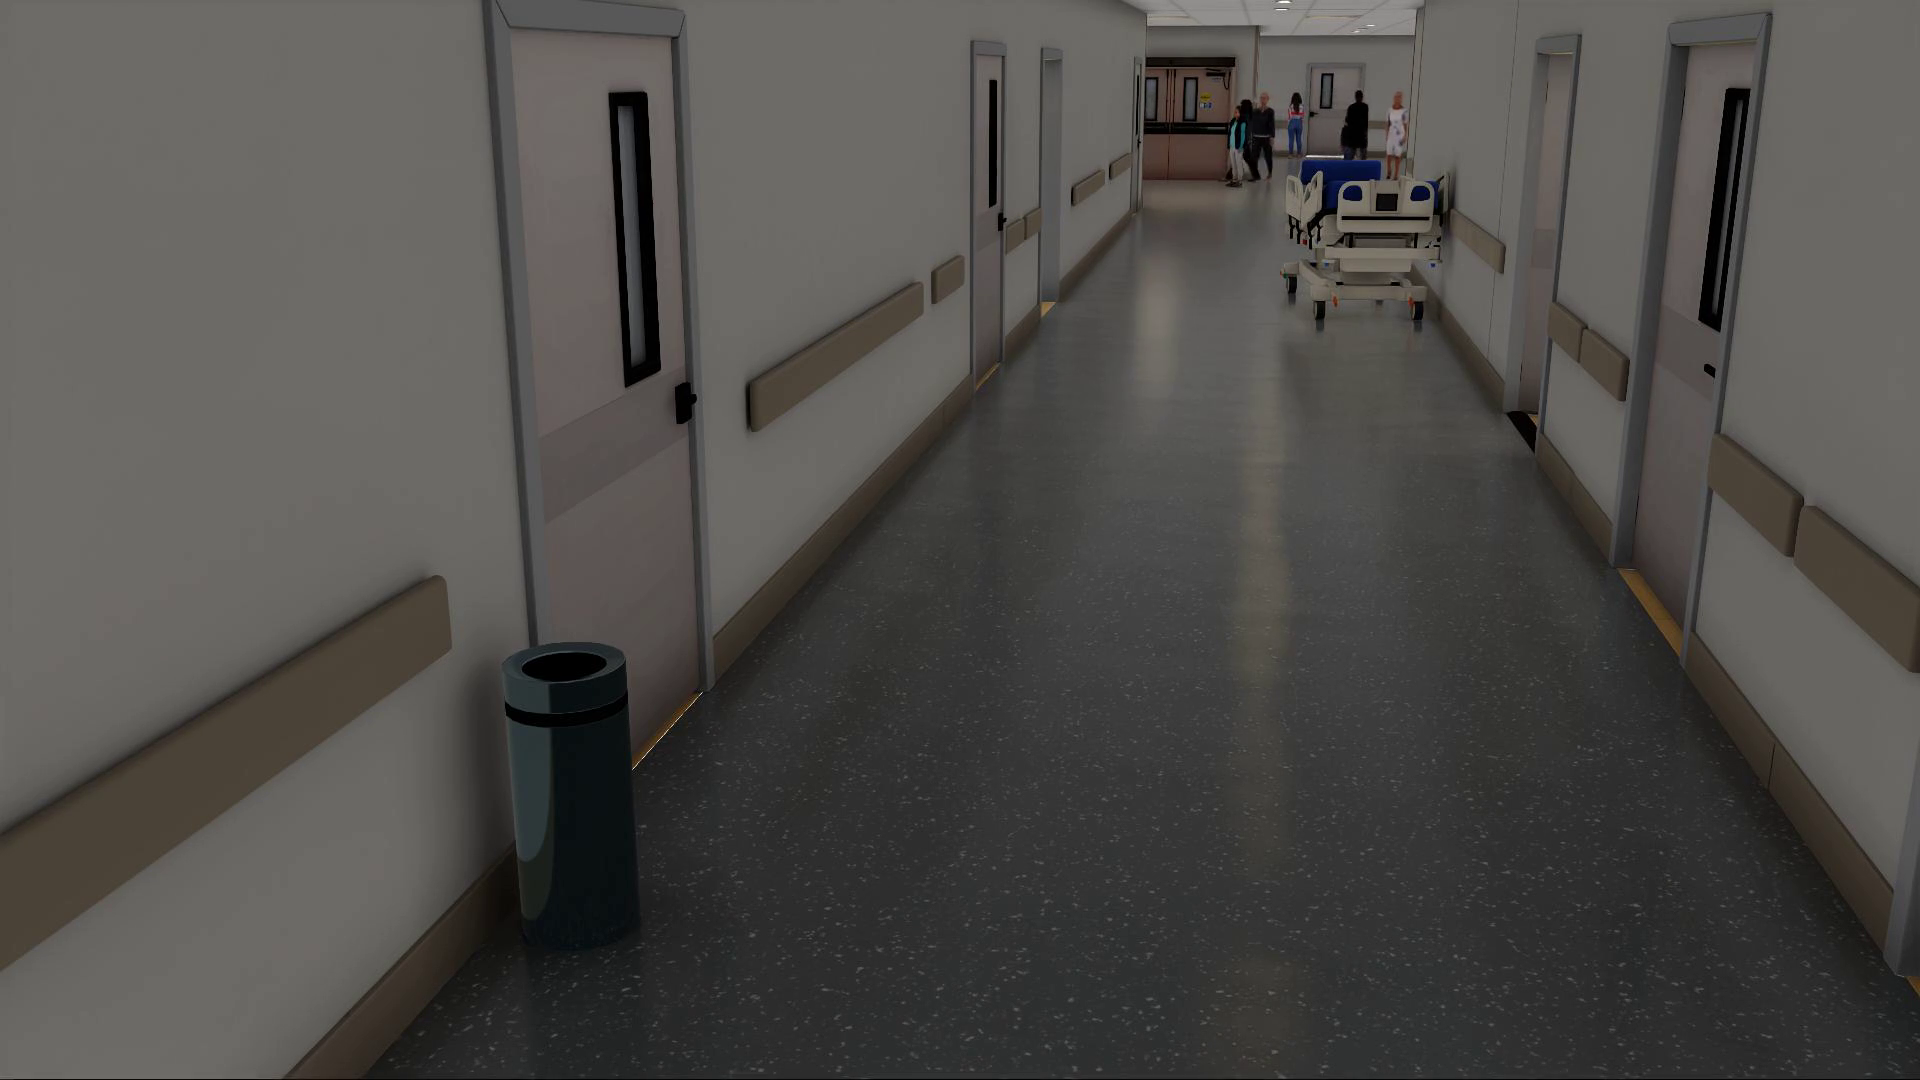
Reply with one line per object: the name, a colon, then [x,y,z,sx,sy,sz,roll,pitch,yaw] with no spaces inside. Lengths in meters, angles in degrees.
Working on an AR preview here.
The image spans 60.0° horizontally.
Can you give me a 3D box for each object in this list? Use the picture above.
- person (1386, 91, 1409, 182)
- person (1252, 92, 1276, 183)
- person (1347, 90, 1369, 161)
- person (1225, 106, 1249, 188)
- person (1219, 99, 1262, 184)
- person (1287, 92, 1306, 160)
person: [8.577,-7.919,32.684,0.523,1.738,0.660,4,16,15]
person: [5.984,-7.923,32.755,0.995,1.707,0.829,7,17,23]
person: [8.014,-8.233,33.826,0.998,1.722,0.996,-15,22,-43]
person: [5.238,-7.434,31.401,0.733,1.500,0.686,-8,17,-25]
person: [5.536,-7.663,32.100,1.127,1.561,0.861,7,17,24]
person: [8.395,-10.373,41.622,0.518,1.611,0.699,-1,16,-3]
